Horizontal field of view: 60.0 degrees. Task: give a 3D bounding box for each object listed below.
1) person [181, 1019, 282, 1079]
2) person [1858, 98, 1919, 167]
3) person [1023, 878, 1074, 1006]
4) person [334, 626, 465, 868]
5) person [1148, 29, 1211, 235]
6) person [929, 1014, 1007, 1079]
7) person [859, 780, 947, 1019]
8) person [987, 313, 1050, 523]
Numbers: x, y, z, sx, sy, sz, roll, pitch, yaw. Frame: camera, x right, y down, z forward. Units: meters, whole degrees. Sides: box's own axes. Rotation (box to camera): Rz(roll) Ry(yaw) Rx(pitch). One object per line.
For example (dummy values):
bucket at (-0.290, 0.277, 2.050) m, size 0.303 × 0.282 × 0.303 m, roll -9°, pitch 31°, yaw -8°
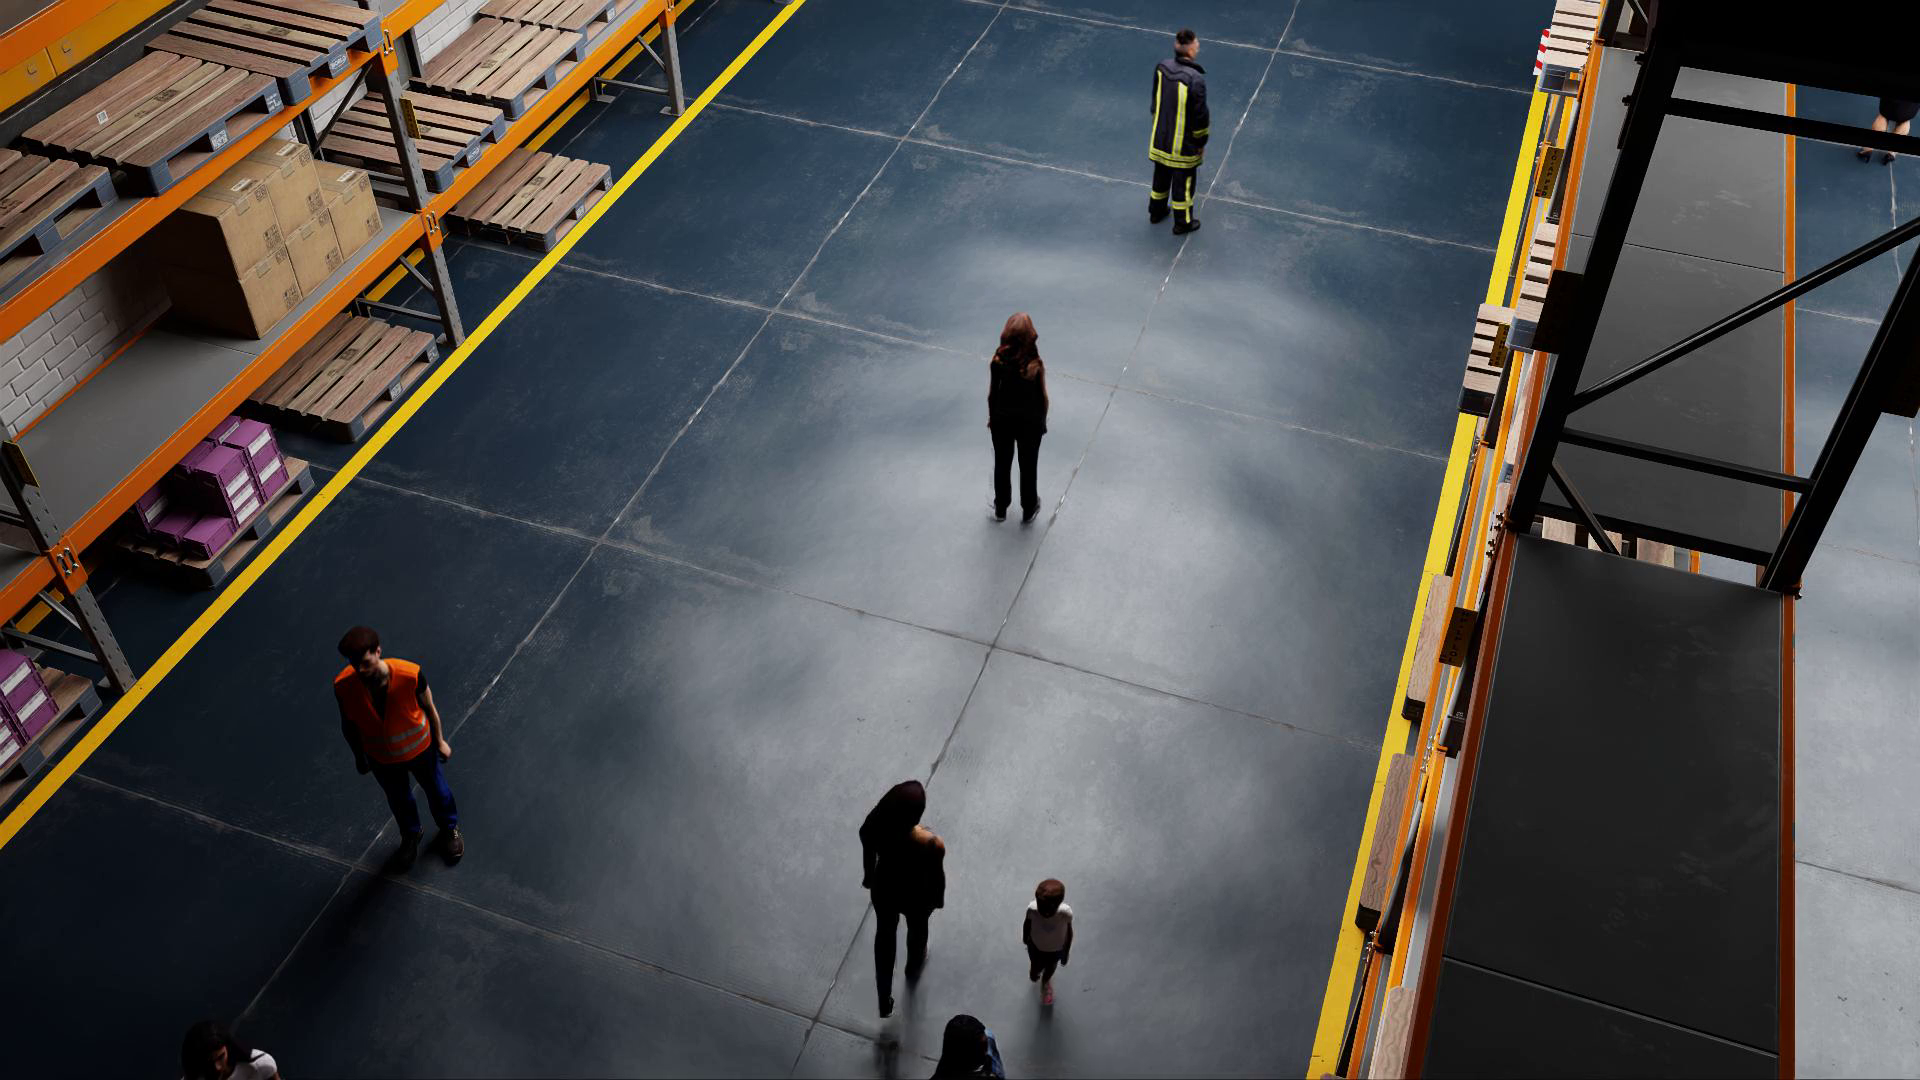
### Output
person at (-3.362, 2.750, 7.849) m, size 0.943 × 1.758 × 0.991 m, roll -20°, pitch 47°, yaw -20°
person at (8.682, -4.214, 15.222) m, size 0.698 × 1.671 × 0.633 m, roll 17°, pitch 46°, yaw 17°
person at (0.490, 2.127, 9.043) m, size 0.478 × 1.013 × 0.547 m, roll 4°, pitch 44°, yaw 4°
person at (-3.180, 1.150, 9.437) m, size 0.796 × 1.885 × 0.813 m, roll -8°, pitch 44°, yaw -8°
person at (1.885, -3.542, 14.374) m, size 0.872 × 1.867 × 0.866 m, roll -32°, pitch 52°, yaw -29°
person at (0.028, 2.757, 7.875) m, size 0.703 × 1.713 × 0.529 m, roll 24°, pitch 49°, yaw 23°
person at (-0.304, 1.916, 8.729) m, size 0.691 × 1.751 × 0.917 m, roll 5°, pitch 44°, yaw 6°
person at (0.393, -0.840, 11.626) m, size 0.625 × 1.746 × 0.578 m, roll 5°, pitch 44°, yaw 5°
